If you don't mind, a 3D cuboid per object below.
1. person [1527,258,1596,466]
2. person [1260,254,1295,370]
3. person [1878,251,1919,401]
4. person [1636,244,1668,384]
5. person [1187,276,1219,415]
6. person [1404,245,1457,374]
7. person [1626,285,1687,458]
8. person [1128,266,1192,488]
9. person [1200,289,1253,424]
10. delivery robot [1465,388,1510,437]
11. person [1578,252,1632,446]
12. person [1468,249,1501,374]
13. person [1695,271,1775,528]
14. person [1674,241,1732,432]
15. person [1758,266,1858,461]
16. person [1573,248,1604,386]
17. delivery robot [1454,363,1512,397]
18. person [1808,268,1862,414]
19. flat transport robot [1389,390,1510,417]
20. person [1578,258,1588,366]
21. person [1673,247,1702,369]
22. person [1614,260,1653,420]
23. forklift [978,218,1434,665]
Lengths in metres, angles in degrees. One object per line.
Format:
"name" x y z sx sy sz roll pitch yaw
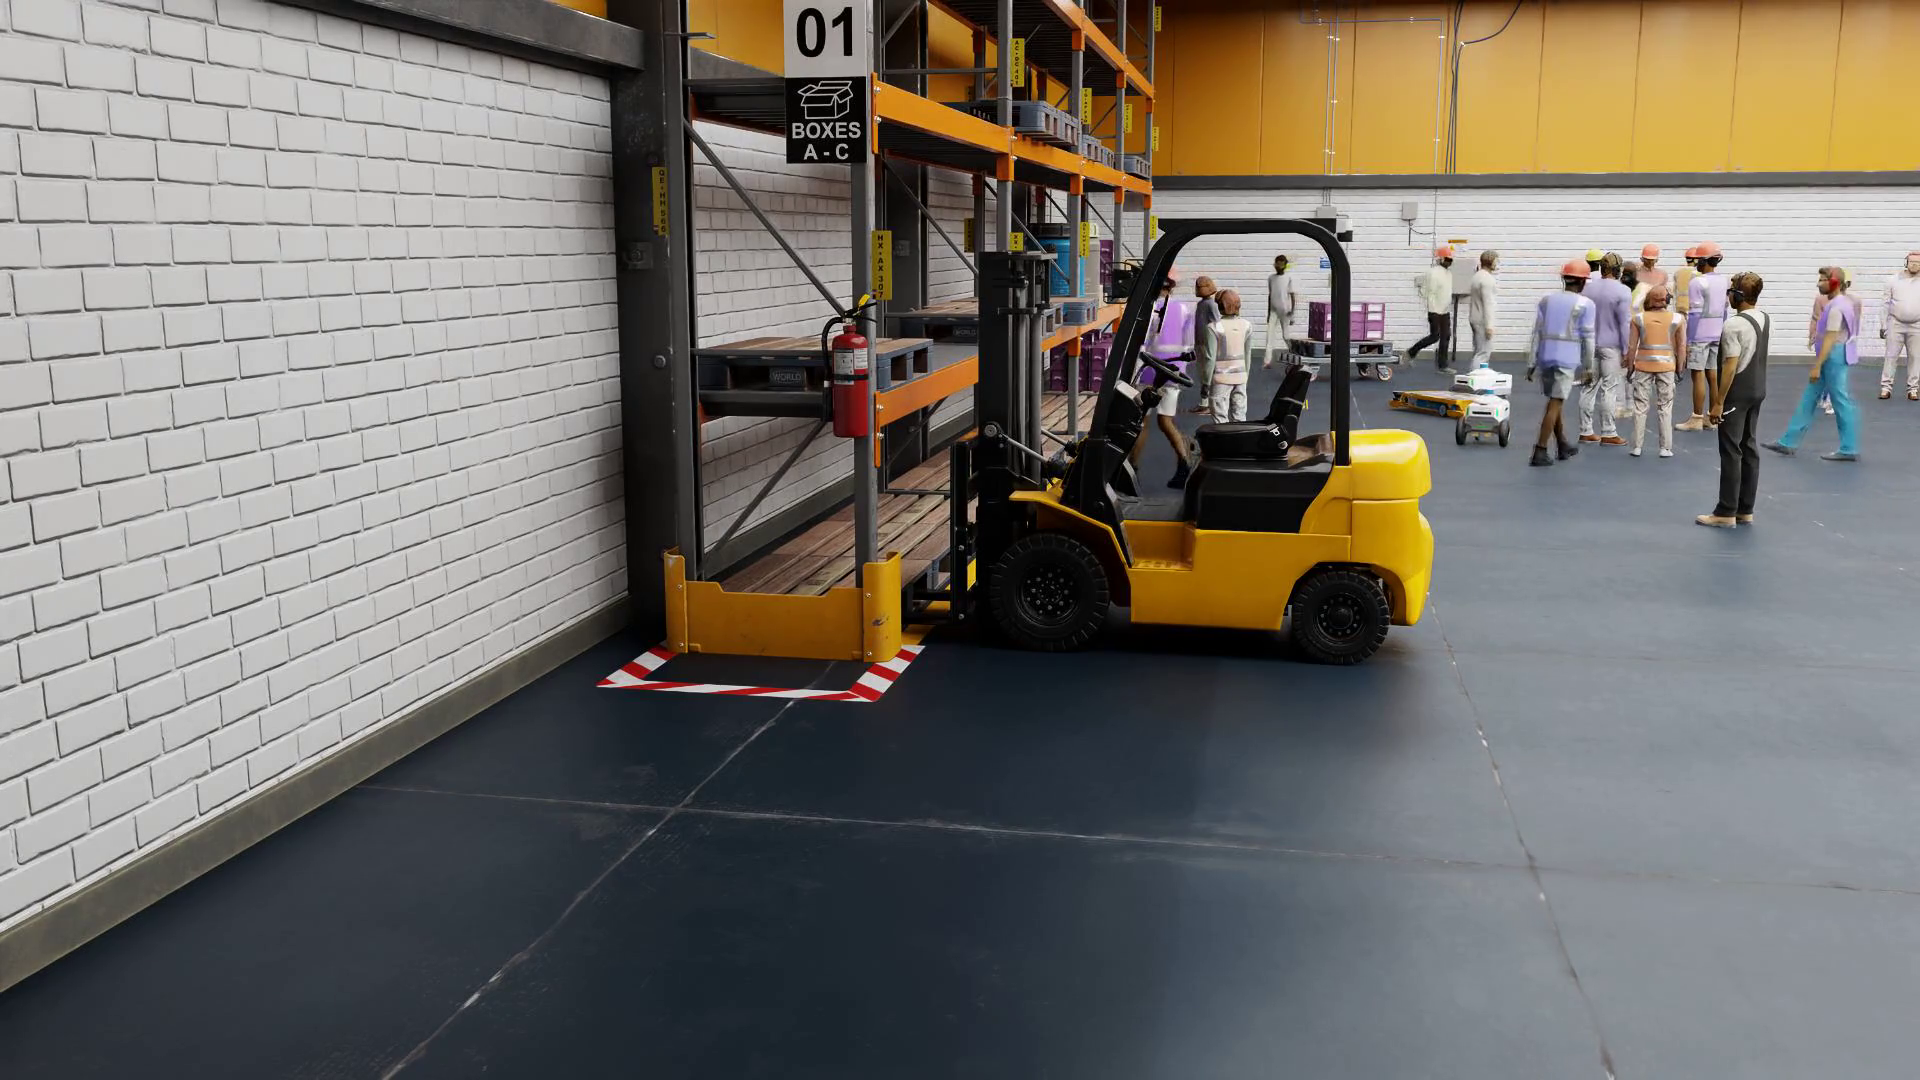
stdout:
"person" 5.595 -1.638 15.340 0.947 1.885 0.553 -8 13 -38
"person" 5.101 -3.604 26.314 0.538 1.825 0.947 8 13 38
"person" 12.172 -2.749 21.373 0.643 1.912 0.408 5 12 27
"person" 9.764 -3.215 23.720 0.610 1.986 0.392 1 10 5
"person" 2.882 -2.288 19.609 0.273 1.631 0.507 -2 11 -13
"person" 7.284 -3.538 25.560 0.742 1.967 0.649 9 14 41
"person" 6.602 -1.596 15.801 0.520 1.636 0.312 5 11 24
"person" 1.682 -1.366 13.896 0.615 1.886 0.785 -6 12 -30
"person" 2.321 -1.356 14.476 0.513 1.641 0.309 -6 12 -32
"delivery robot" 5.337 -1.292 16.823 0.477 0.478 0.707 5 13 26
"person" 6.476 -1.909 16.695 0.372 1.940 0.632 -6 12 -28
"person" 6.750 -2.778 21.462 0.357 1.939 0.635 1 10 6
"person" 5.608 -1.006 11.997 0.506 1.846 0.345 -7 12 -33
"person" 7.977 -2.177 17.869 0.605 2.045 0.383 -6 12 -29
"person" 8.017 -1.645 15.587 0.908 1.803 0.598 4 11 23
"person" 8.873 -3.120 23.356 0.588 1.930 0.359 -3 11 -17
"delivery robot" 6.361 -1.905 20.210 0.707 0.478 0.477 -5 12 -28
"person" 10.534 -2.409 20.018 0.516 1.737 0.866 8 13 36
"flat transport robot" 5.789 -1.627 19.718 0.652 0.197 1.431 -4 11 -20
"person" 10.053 -3.684 26.807 0.661 1.801 0.771 6 12 30
"person" 11.633 -3.701 26.538 0.378 1.930 0.542 -5 11 -25
"person" 7.582 -2.277 19.045 0.575 1.821 0.635 -9 13 -40
"forklift" 1.285 -0.567 8.635 2.313 2.155 1.214 2 11 11
